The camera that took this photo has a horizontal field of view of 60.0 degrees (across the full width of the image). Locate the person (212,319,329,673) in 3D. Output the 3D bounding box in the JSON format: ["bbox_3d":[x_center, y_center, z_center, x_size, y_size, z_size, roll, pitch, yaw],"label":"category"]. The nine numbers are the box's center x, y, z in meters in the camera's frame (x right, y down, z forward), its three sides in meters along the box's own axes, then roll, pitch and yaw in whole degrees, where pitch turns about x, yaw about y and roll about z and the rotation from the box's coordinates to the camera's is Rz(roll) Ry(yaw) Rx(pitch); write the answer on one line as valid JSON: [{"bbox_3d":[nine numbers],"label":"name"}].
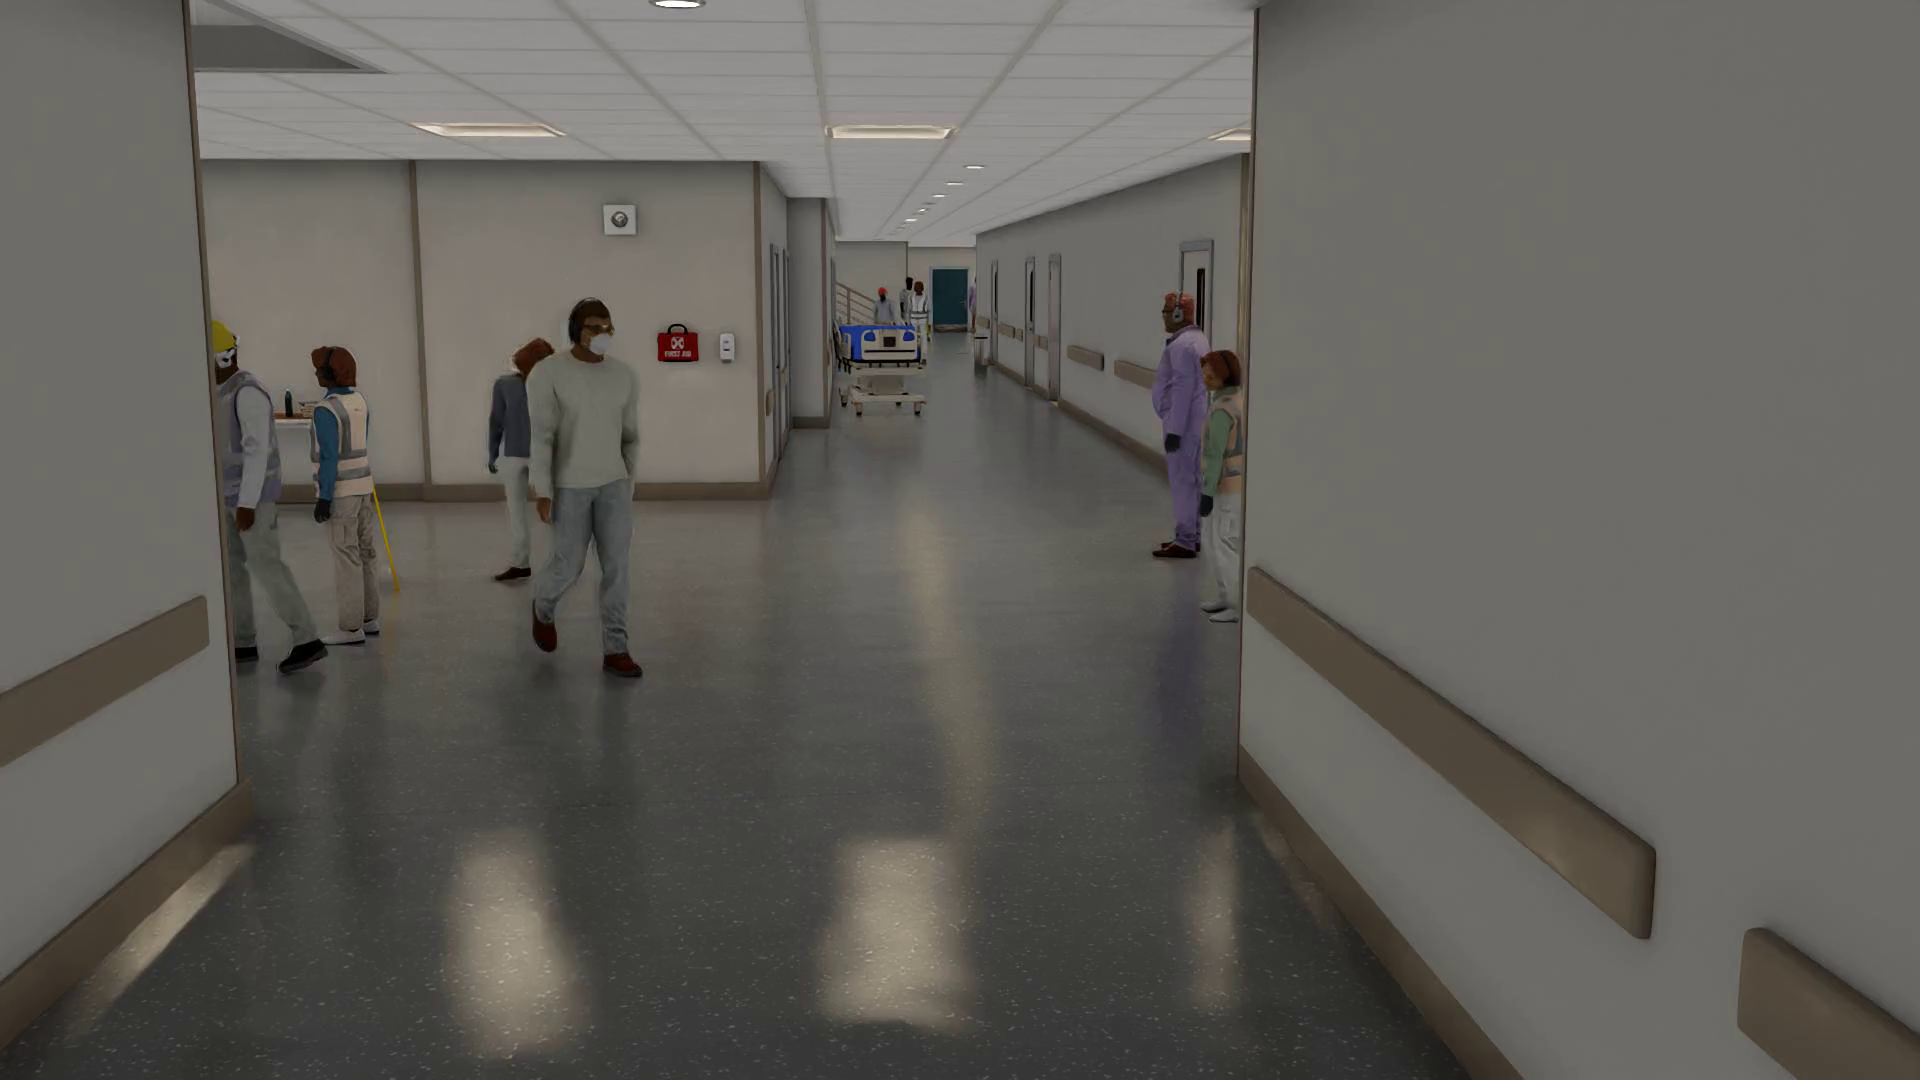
[{"bbox_3d":[-3.633,-0.220,8.486,0.753,1.807,0.537,9,12,43],"label":"person"}]

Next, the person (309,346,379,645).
[{"bbox_3d":[-3.387,-0.244,9.144,0.309,1.641,0.511,0,9,3],"label":"person"}]

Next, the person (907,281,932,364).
[{"bbox_3d":[-0.929,-4.938,37.855,0.575,1.883,0.362,3,9,16],"label":"person"}]

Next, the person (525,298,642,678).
[{"bbox_3d":[-1.926,-0.279,8.503,0.632,1.917,0.765,-7,12,-38],"label":"person"}]

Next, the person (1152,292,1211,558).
[{"bbox_3d":[1.580,-0.825,11.965,0.402,1.904,0.651,3,10,19],"label":"person"}]

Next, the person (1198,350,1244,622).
[{"bbox_3d":[1.535,-0.299,9.600,0.362,1.596,0.577,2,9,11],"label":"person"}]

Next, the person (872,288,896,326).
[{"bbox_3d":[-1.991,-5.624,42.740,0.578,1.697,0.930,4,10,25],"label":"person"}]

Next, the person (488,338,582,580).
[{"bbox_3d":[-2.828,-0.526,11.013,0.603,1.616,0.329,1,9,5],"label":"person"}]

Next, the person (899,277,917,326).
[{"bbox_3d":[-1.477,-6.694,48.641,0.654,1.959,0.393,-7,11,-36],"label":"person"}]
